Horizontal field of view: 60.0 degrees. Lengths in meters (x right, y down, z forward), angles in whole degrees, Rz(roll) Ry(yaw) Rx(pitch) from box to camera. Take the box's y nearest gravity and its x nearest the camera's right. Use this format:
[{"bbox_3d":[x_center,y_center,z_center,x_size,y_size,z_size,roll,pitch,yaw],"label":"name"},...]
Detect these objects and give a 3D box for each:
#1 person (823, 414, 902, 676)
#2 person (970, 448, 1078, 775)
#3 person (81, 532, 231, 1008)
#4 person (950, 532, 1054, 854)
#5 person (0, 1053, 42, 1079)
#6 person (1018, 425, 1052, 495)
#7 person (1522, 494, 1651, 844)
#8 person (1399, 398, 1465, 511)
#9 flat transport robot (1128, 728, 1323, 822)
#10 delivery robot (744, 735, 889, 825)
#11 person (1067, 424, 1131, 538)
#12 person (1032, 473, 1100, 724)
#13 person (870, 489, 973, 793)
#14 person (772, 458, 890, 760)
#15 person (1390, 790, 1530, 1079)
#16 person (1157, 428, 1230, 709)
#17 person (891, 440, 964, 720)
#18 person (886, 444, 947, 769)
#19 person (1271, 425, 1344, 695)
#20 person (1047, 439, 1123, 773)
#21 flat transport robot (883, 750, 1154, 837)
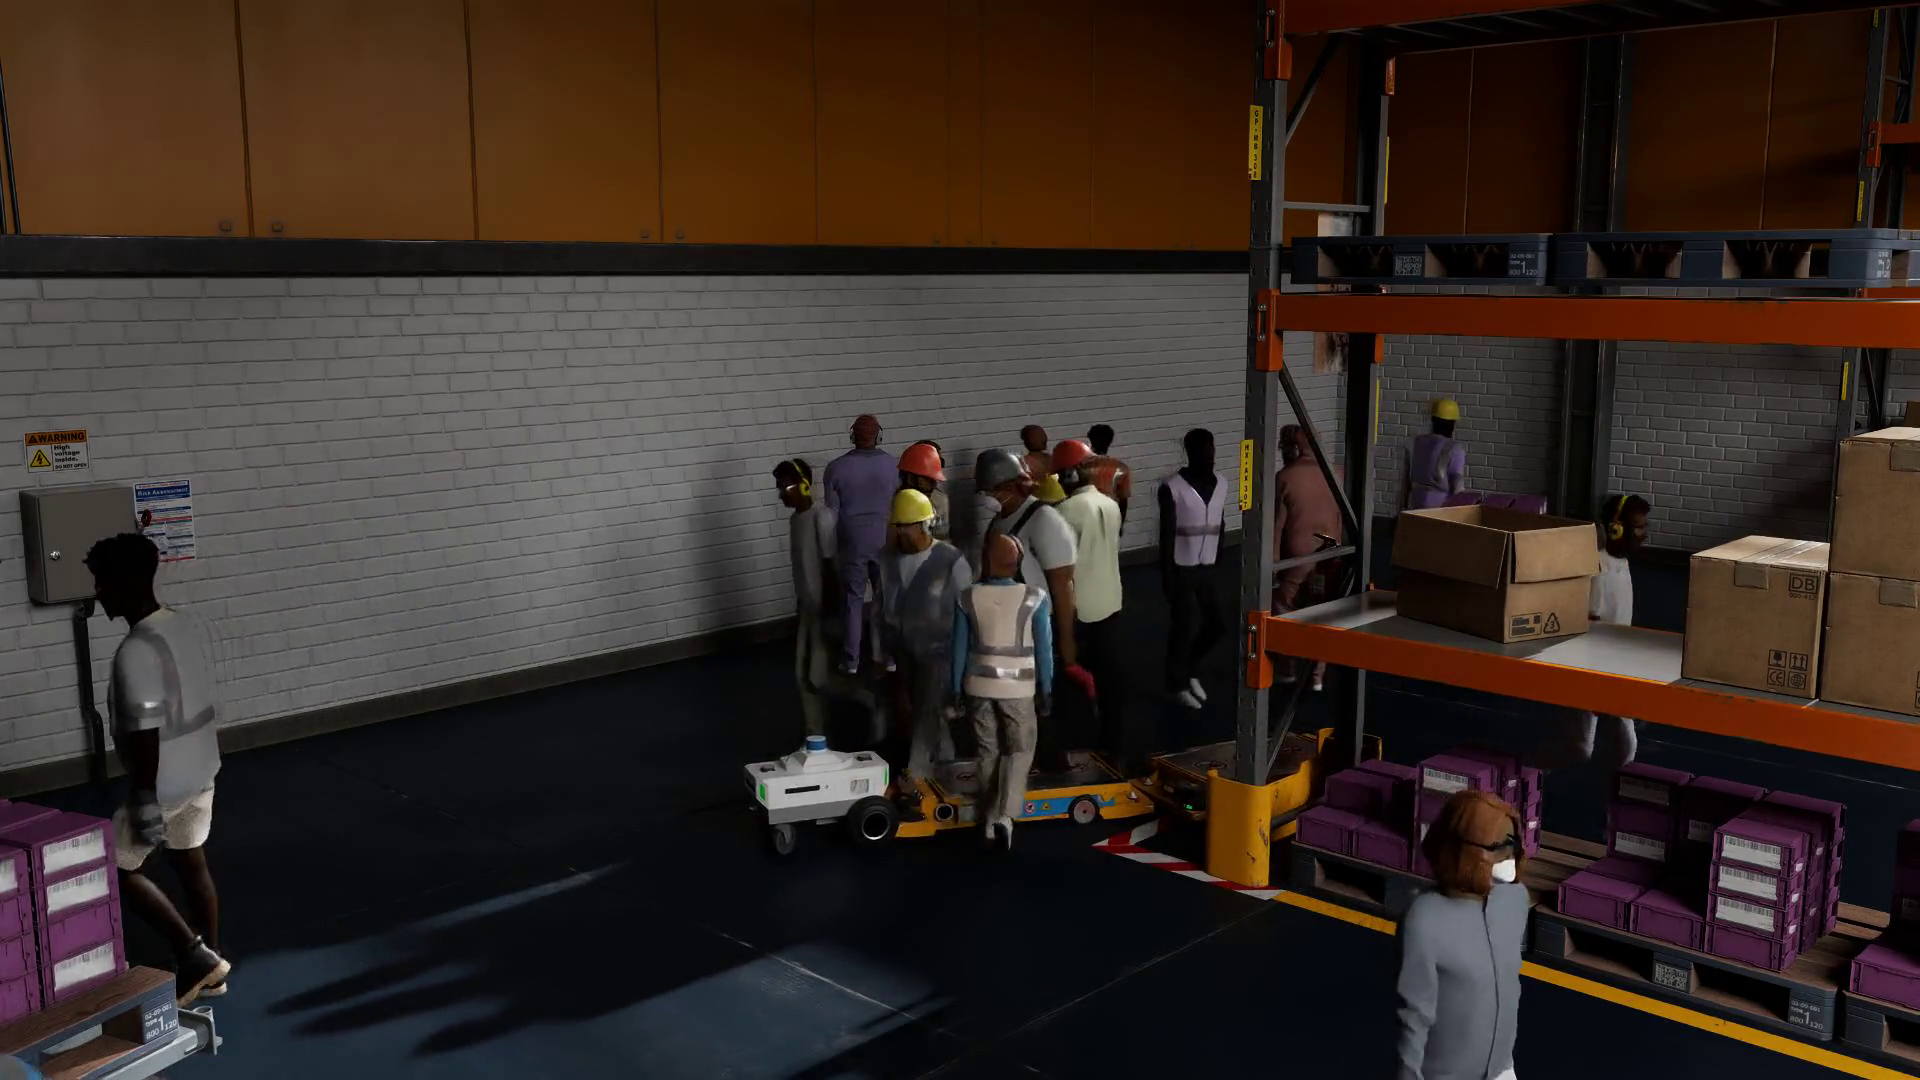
[{"bbox_3d":[-0.673,0.040,12.080,0.641,1.908,0.407,-1,9,-9],"label":"person"},{"bbox_3d":[0.335,0.459,9.098,0.581,2.000,0.741,-4,10,-21],"label":"person"},{"bbox_3d":[-3.162,0.920,6.582,0.433,1.942,0.664,0,9,-1],"label":"person"},{"bbox_3d":[0.192,0.781,8.387,0.538,1.618,0.571,3,10,18],"label":"person"},{"bbox_3d":[-1.953,1.591,3.245,0.606,1.675,0.549,4,10,23],"label":"person"},{"bbox_3d":[0.638,-0.172,14.211,0.523,1.631,0.335,-5,10,-28],"label":"person"},{"bbox_3d":[3.197,0.660,8.503,0.794,1.839,0.512,9,13,43],"label":"person"},{"bbox_3d":[3.970,-0.268,14.084,0.999,1.880,0.585,-6,11,-33],"label":"person"},{"bbox_3d":[1.699,1.303,9.337,1.431,0.197,0.652,-5,10,-28],"label":"flat transport robot"},{"bbox_3d":[-0.737,1.247,8.525,0.707,0.478,0.477,-4,10,-21],"label":"delivery robot"},{"bbox_3d":[1.143,-0.136,13.862,0.550,1.662,0.641,1,9,4],"label":"person"},{"bbox_3d":[0.650,0.416,10.383,0.779,1.729,0.528,-6,11,-31],"label":"person"},{"bbox_3d":[-0.193,0.597,9.115,0.625,1.783,0.947,6,11,33],"label":"person"},{"bbox_3d":[-0.788,0.422,9.940,0.636,1.838,0.578,-5,11,-28],"label":"person"},{"bbox_3d":[1.304,1.428,4.507,0.509,1.601,0.817,-6,11,-31],"label":"person"},{"bbox_3d":[1.562,0.194,11.158,0.613,1.900,0.451,-6,11,-33],"label":"person"},{"bbox_3d":[-0.227,0.265,10.882,0.504,1.847,0.345,9,13,43],"label":"person"},{"bbox_3d":[-0.263,0.392,9.854,0.374,1.928,0.542,0,9,2],"label":"person"},{"bbox_3d":[2.386,0.130,11.613,0.745,1.881,0.552,-4,10,-22],"label":"person"},{"bbox_3d":[0.671,0.380,9.858,0.627,1.944,0.848,-9,13,-44],"label":"person"},{"bbox_3d":[0.267,1.356,9.008,1.431,0.197,0.652,-3,10,-15],"label":"flat transport robot"}]
